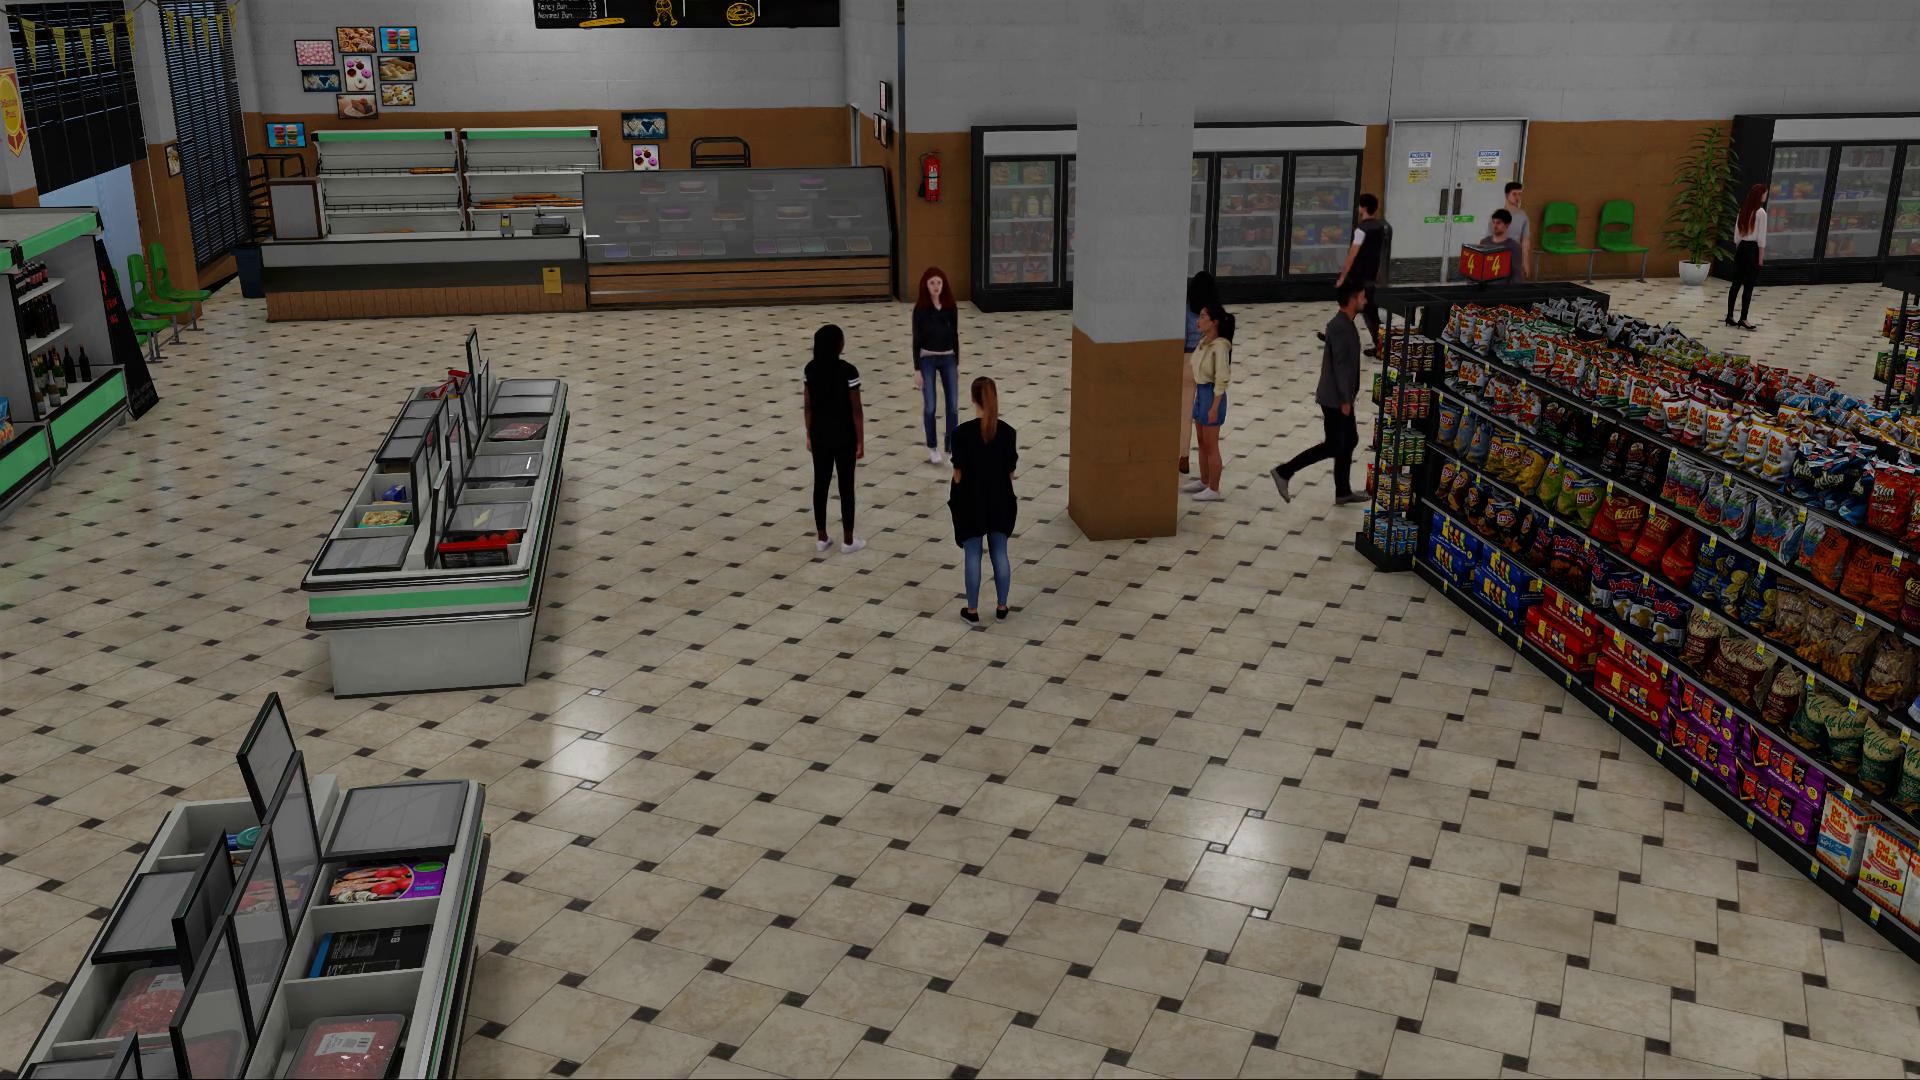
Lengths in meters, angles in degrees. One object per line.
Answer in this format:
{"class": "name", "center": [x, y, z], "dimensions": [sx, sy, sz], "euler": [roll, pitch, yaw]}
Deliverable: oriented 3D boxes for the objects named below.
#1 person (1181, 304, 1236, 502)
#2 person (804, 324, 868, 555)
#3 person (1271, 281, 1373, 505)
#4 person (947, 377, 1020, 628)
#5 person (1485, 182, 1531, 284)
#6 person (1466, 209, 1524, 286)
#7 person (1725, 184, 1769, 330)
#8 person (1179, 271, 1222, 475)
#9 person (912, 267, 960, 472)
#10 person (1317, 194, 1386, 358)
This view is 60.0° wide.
{"class": "person", "center": [2.064, -1.142, 13.722], "dimensions": [0.693, 1.631, 0.479], "euler": [-4, 19, -10]}
{"class": "person", "center": [-0.946, -0.760, 12.436], "dimensions": [0.700, 1.729, 0.711], "euler": [7, 20, 19]}
{"class": "person", "center": [2.949, -1.146, 13.399], "dimensions": [1.011, 1.845, 1.115], "euler": [4, 19, 10]}
{"class": "person", "center": [0.162, -0.255, 10.997], "dimensions": [0.614, 1.691, 0.536], "euler": [-3, 19, -10]}
{"class": "person", "center": [6.413, -3.326, 19.844], "dimensions": [0.770, 1.857, 0.900], "euler": [-7, 20, -21]}
{"class": "person", "center": [5.732, -2.578, 17.689], "dimensions": [1.028, 1.817, 1.114], "euler": [-11, 22, -30]}
{"class": "person", "center": [9.713, -3.494, 20.496], "dimensions": [0.693, 1.760, 0.492], "euler": [-7, 20, -19]}
{"class": "person", "center": [2.074, -1.457, 14.431], "dimensions": [0.630, 1.775, 0.613], "euler": [-1, 19, -2]}
{"class": "person", "center": [-0.233, -1.507, 14.604], "dimensions": [0.649, 1.759, 0.898], "euler": [-5, 19, -15]}
{"class": "person", "center": [4.641, -2.943, 18.791], "dimensions": [1.239, 1.804, 1.155], "euler": [14, 23, 35]}
